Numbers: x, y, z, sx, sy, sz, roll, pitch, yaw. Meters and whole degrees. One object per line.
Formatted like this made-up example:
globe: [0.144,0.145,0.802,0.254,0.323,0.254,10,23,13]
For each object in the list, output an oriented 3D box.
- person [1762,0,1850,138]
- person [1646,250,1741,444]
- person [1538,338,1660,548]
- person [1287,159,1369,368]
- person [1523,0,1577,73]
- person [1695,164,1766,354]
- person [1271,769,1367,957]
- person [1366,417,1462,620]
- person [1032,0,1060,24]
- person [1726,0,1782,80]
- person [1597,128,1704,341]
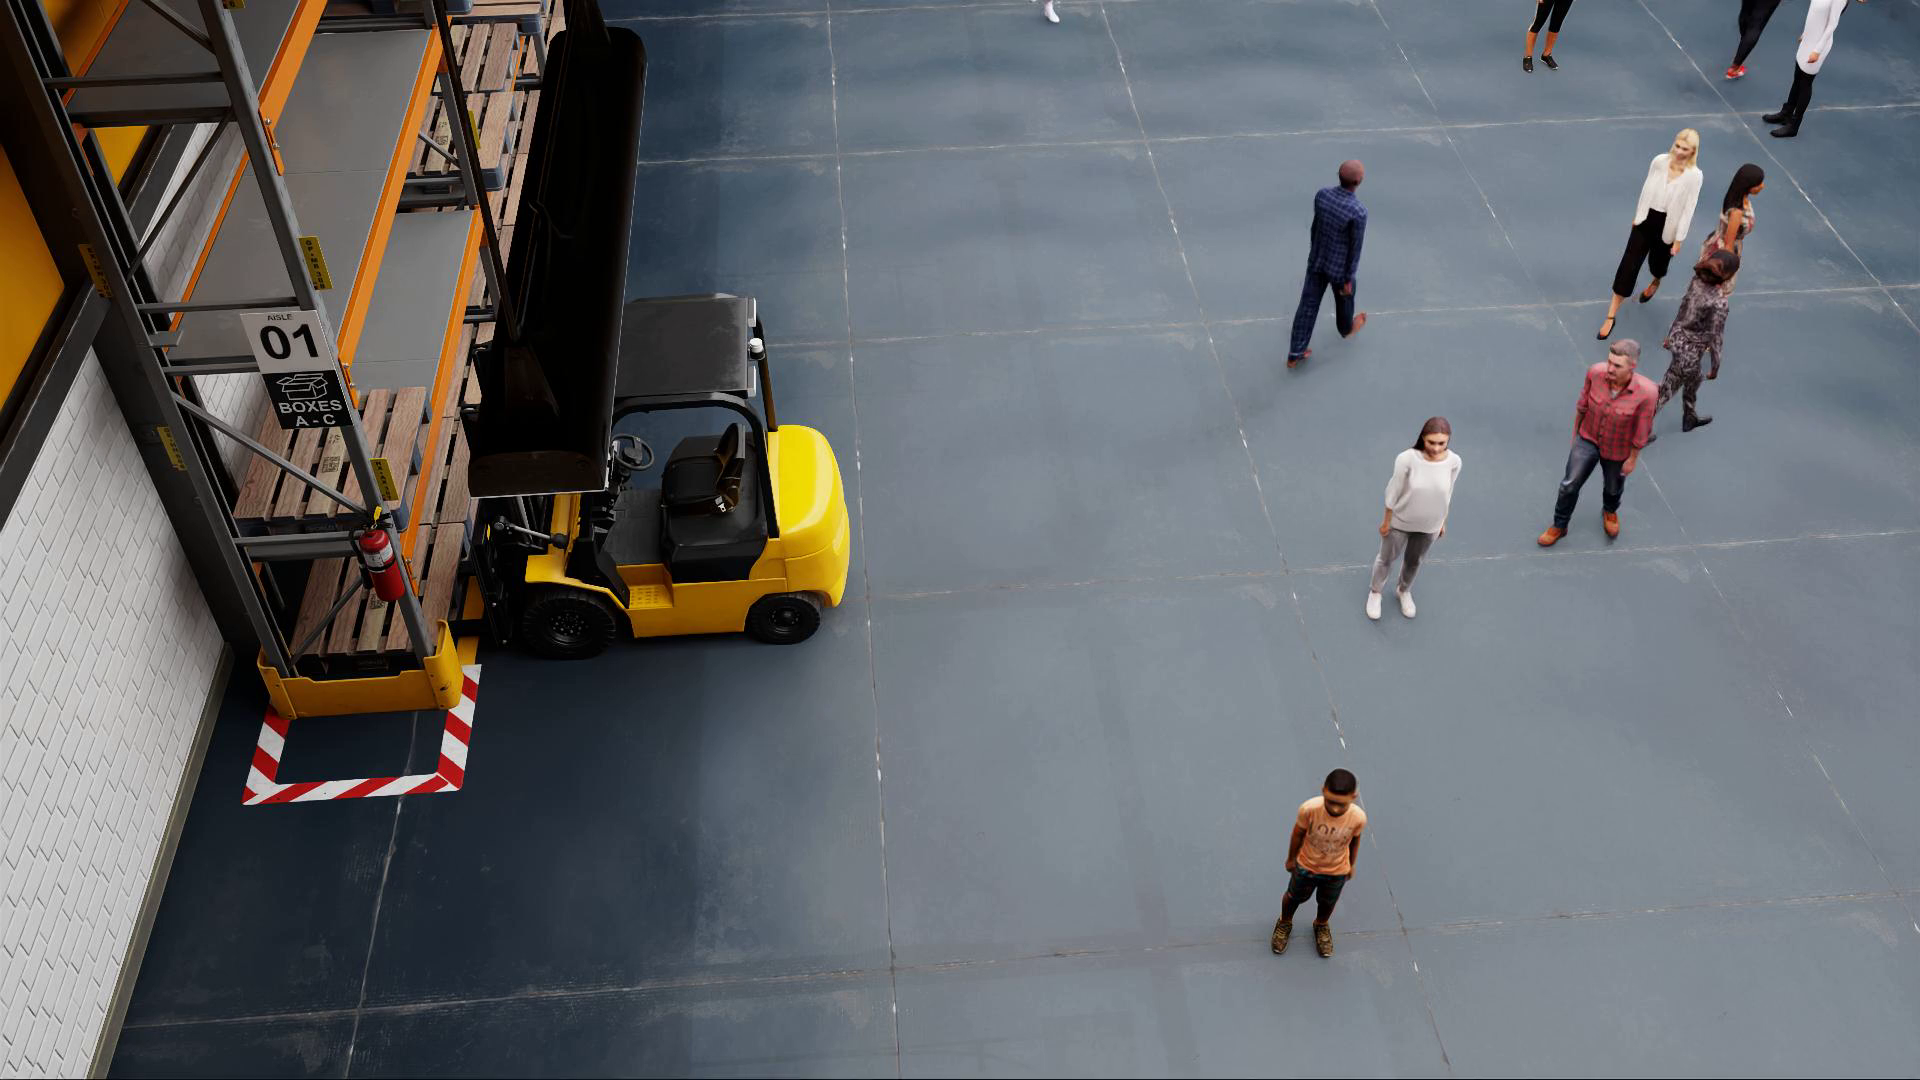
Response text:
person: [8.104,-4.686,15.732,0.714,1.808,0.543,6,44,6]
person: [5.318,-1.396,12.368,0.674,1.686,0.887,-4,44,-4]
person: [4.530,-0.704,11.567,1.009,1.789,1.068,28,50,26]
person: [2.869,-2.127,13.079,1.177,1.763,1.190,35,53,31]
person: [6.030,-5.568,16.760,0.592,1.669,0.538,-7,44,-7]
person: [6.062,-2.281,13.323,0.781,1.650,0.624,13,45,14]
person: [2.002,1.773,9.204,0.568,1.461,0.542,5,44,5]
person: [3.022,-0.156,11.064,0.607,1.688,0.527,-1,44,-1]
person: [0.960,-6.415,17.574,0.705,1.771,0.897,-15,46,-16]
person: [7.975,-5.470,16.583,1.171,1.771,1.233,31,51,28]
person: [5.686,-2.512,13.451,1.160,1.808,1.205,32,52,29]
